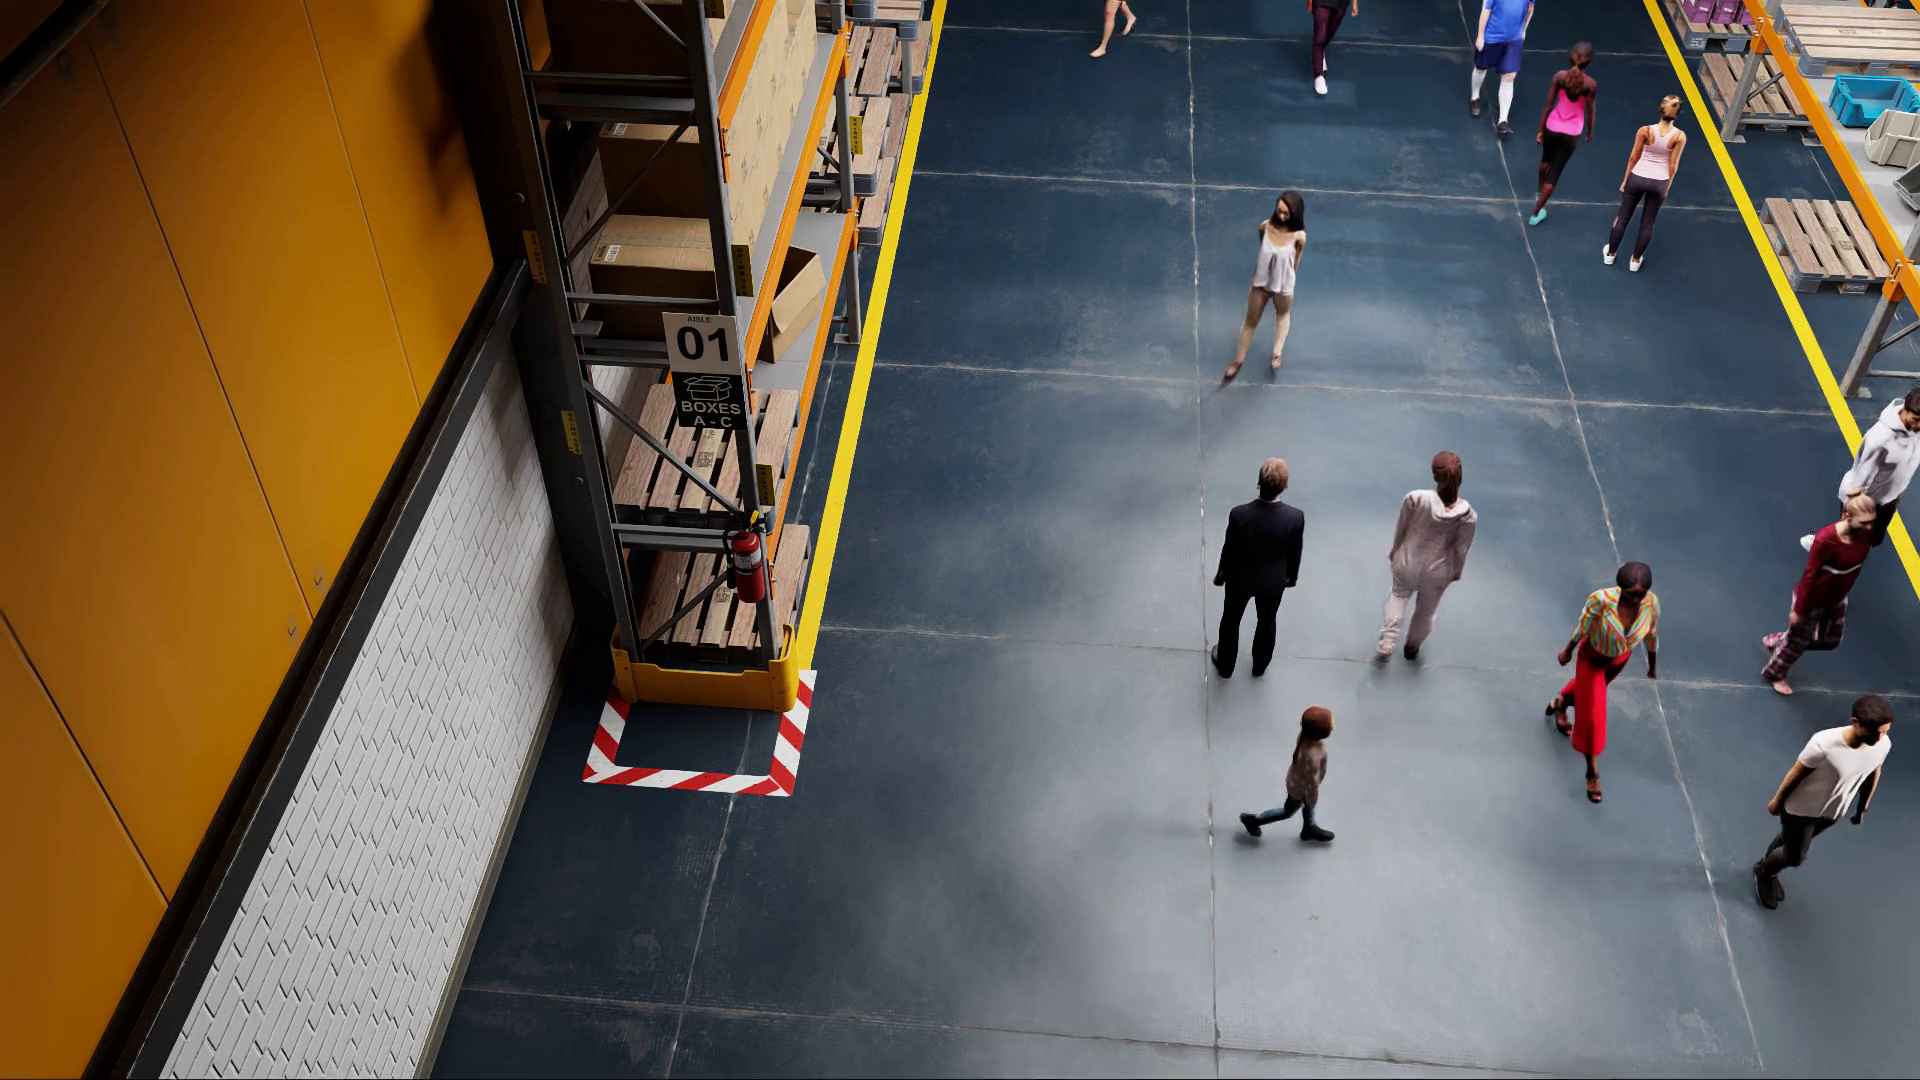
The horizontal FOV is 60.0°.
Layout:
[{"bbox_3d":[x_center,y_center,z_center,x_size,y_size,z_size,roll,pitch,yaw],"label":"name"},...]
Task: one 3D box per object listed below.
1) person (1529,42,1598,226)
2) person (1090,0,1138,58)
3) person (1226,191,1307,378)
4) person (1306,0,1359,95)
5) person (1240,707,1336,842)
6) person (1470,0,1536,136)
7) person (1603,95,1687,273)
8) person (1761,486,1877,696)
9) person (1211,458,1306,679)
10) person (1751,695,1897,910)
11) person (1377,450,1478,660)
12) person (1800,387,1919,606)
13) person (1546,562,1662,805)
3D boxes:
[{"bbox_3d":[5.293,-3.555,14.699,0.843,1.706,0.956,30,51,28],"label":"person"},{"bbox_3d":[1.660,-5.841,17.225,1.063,1.532,0.987,-31,52,-29],"label":"person"},{"bbox_3d":[2.415,-1.952,13.058,0.837,1.648,0.724,5,44,5],"label":"person"},{"bbox_3d":[3.719,-5.467,16.680,0.781,1.742,1.135,-6,44,-6],"label":"person"},{"bbox_3d":[1.991,1.415,9.864,0.585,1.180,0.763,6,44,7],"label":"person"},{"bbox_3d":[5.195,-4.895,16.039,0.745,1.797,1.115,0,44,0],"label":"person"},{"bbox_3d":[5.879,-3.055,14.213,0.616,1.652,0.623,17,46,17],"label":"person"},{"bbox_3d":[5.471,0.301,10.667,0.765,1.686,0.798,-15,46,-15],"label":"person"},{"bbox_3d":[1.904,0.194,10.685,0.698,1.815,0.588,1,44,1],"label":"person"},{"bbox_3d":[4.854,1.414,9.478,0.715,1.713,0.675,-7,44,-7],"label":"person"},{"bbox_3d":[2.987,0.197,10.786,0.758,1.671,0.794,18,46,18],"label":"person"},{"bbox_3d":[6.045,-0.368,11.209,0.873,1.905,0.938,-18,47,-18],"label":"person"},{"bbox_3d":[3.887,0.706,10.201,0.825,1.741,1.119,-6,44,-6],"label":"person"}]
